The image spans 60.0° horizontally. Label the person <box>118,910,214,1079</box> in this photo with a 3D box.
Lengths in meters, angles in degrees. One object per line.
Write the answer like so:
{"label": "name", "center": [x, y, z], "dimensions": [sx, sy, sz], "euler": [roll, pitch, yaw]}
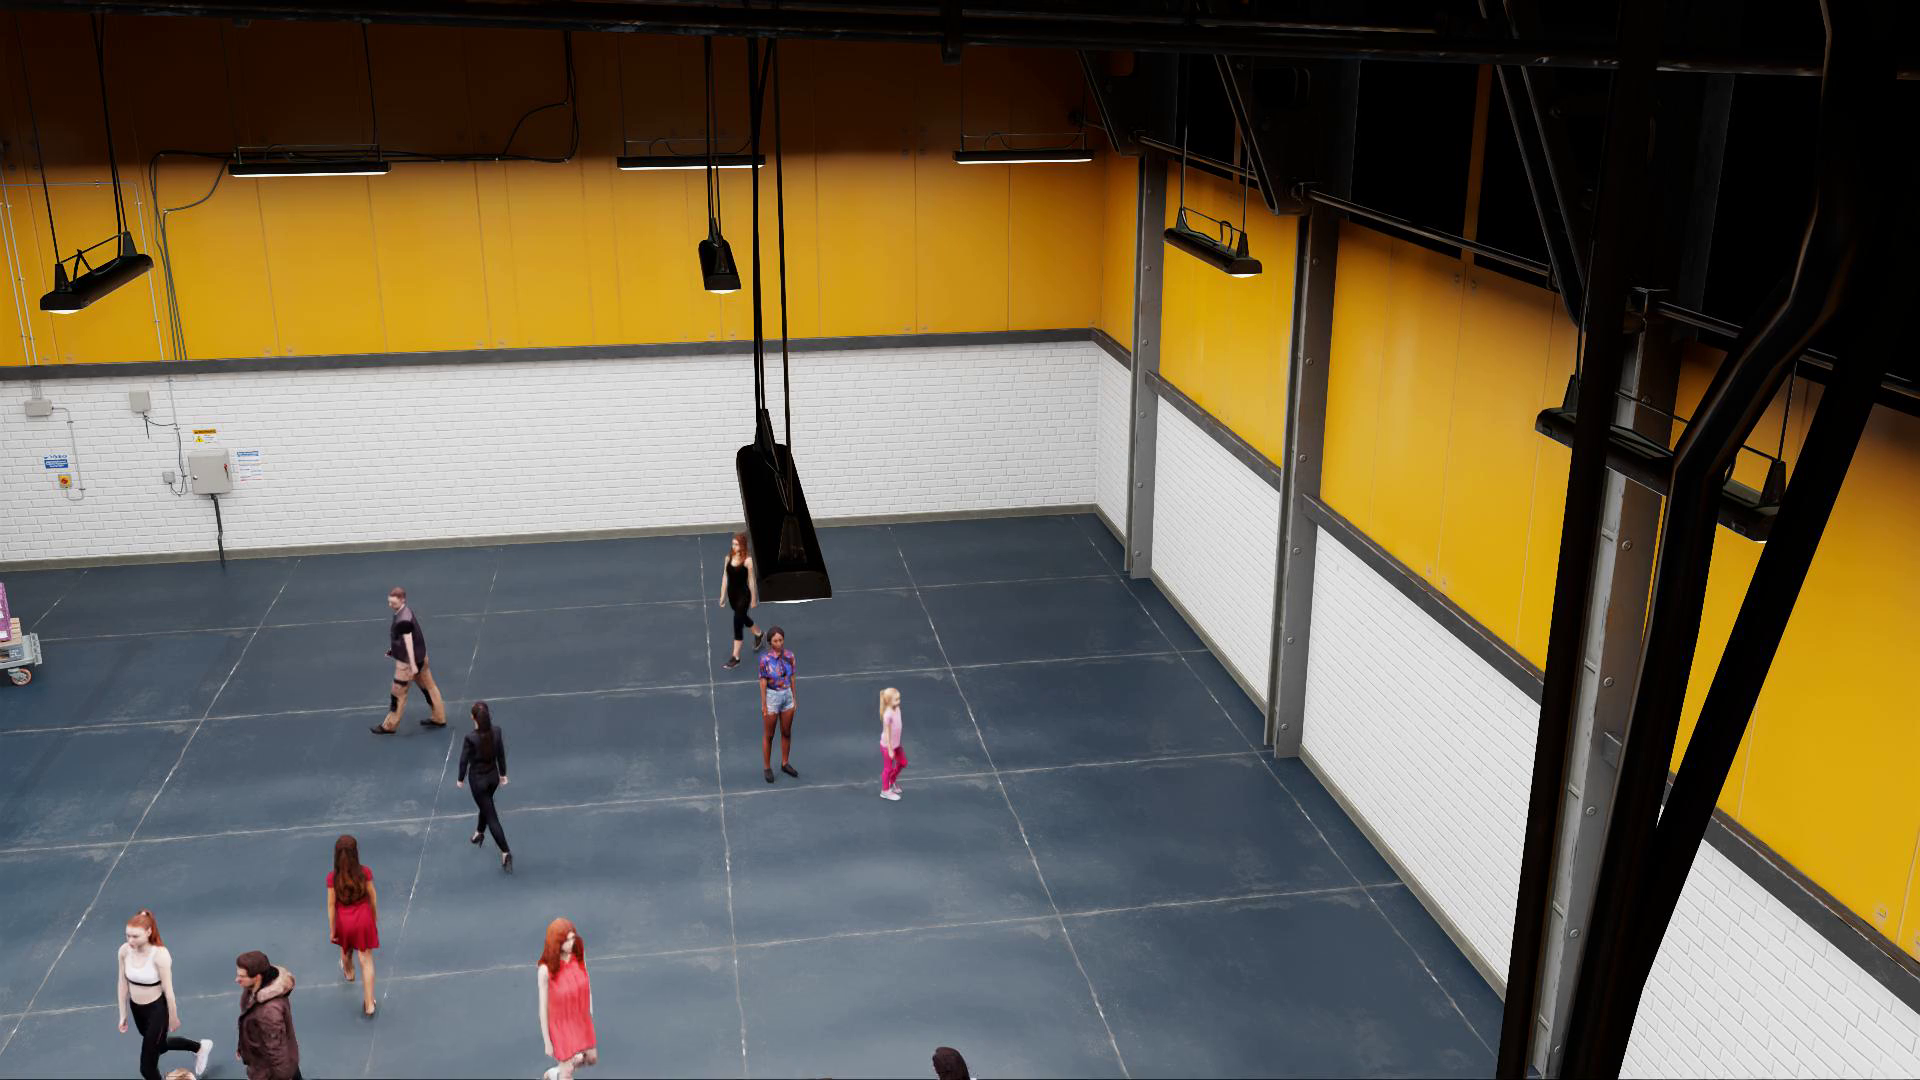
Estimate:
{"label": "person", "center": [-6.081, 3.569, 12.642], "dimensions": [0.960, 1.711, 1.191], "euler": [6, 20, 18]}

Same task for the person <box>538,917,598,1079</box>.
{"label": "person", "center": [-2.975, 3.594, 12.411], "dimensions": [0.923, 1.811, 0.849], "euler": [16, 24, 39]}

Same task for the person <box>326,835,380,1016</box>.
{"label": "person", "center": [-5.057, 3.244, 13.927], "dimensions": [0.743, 1.506, 1.118], "euler": [-8, 20, -23]}

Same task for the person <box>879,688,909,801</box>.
{"label": "person", "center": [-0.782, 2.145, 17.572], "dimensions": [0.645, 1.262, 0.576], "euler": [9, 21, 26]}

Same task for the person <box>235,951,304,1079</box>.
{"label": "person", "center": [-4.855, 3.734, 12.009], "dimensions": [1.019, 1.802, 1.228], "euler": [-8, 20, -22]}

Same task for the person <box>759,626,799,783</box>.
{"label": "person", "center": [-1.964, 1.754, 17.980], "dimensions": [0.657, 1.743, 0.635], "euler": [-11, 22, -30]}

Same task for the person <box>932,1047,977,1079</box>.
{"label": "person", "center": [0.022, 4.153, 11.070], "dimensions": [0.657, 1.606, 0.652], "euler": [-5, 19, -13]}

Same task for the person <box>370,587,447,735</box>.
{"label": "person", "center": [-6.185, 1.366, 19.049], "dimensions": [0.767, 1.797, 0.954], "euler": [-3, 19, -8]}

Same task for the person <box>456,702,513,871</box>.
{"label": "person", "center": [-4.571, 2.411, 16.150], "dimensions": [1.098, 1.666, 1.000], "euler": [15, 24, 37]}

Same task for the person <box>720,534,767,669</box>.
{"label": "person", "center": [-2.743, 0.720, 21.129], "dimensions": [1.078, 1.692, 1.154], "euler": [12, 22, 32]}
